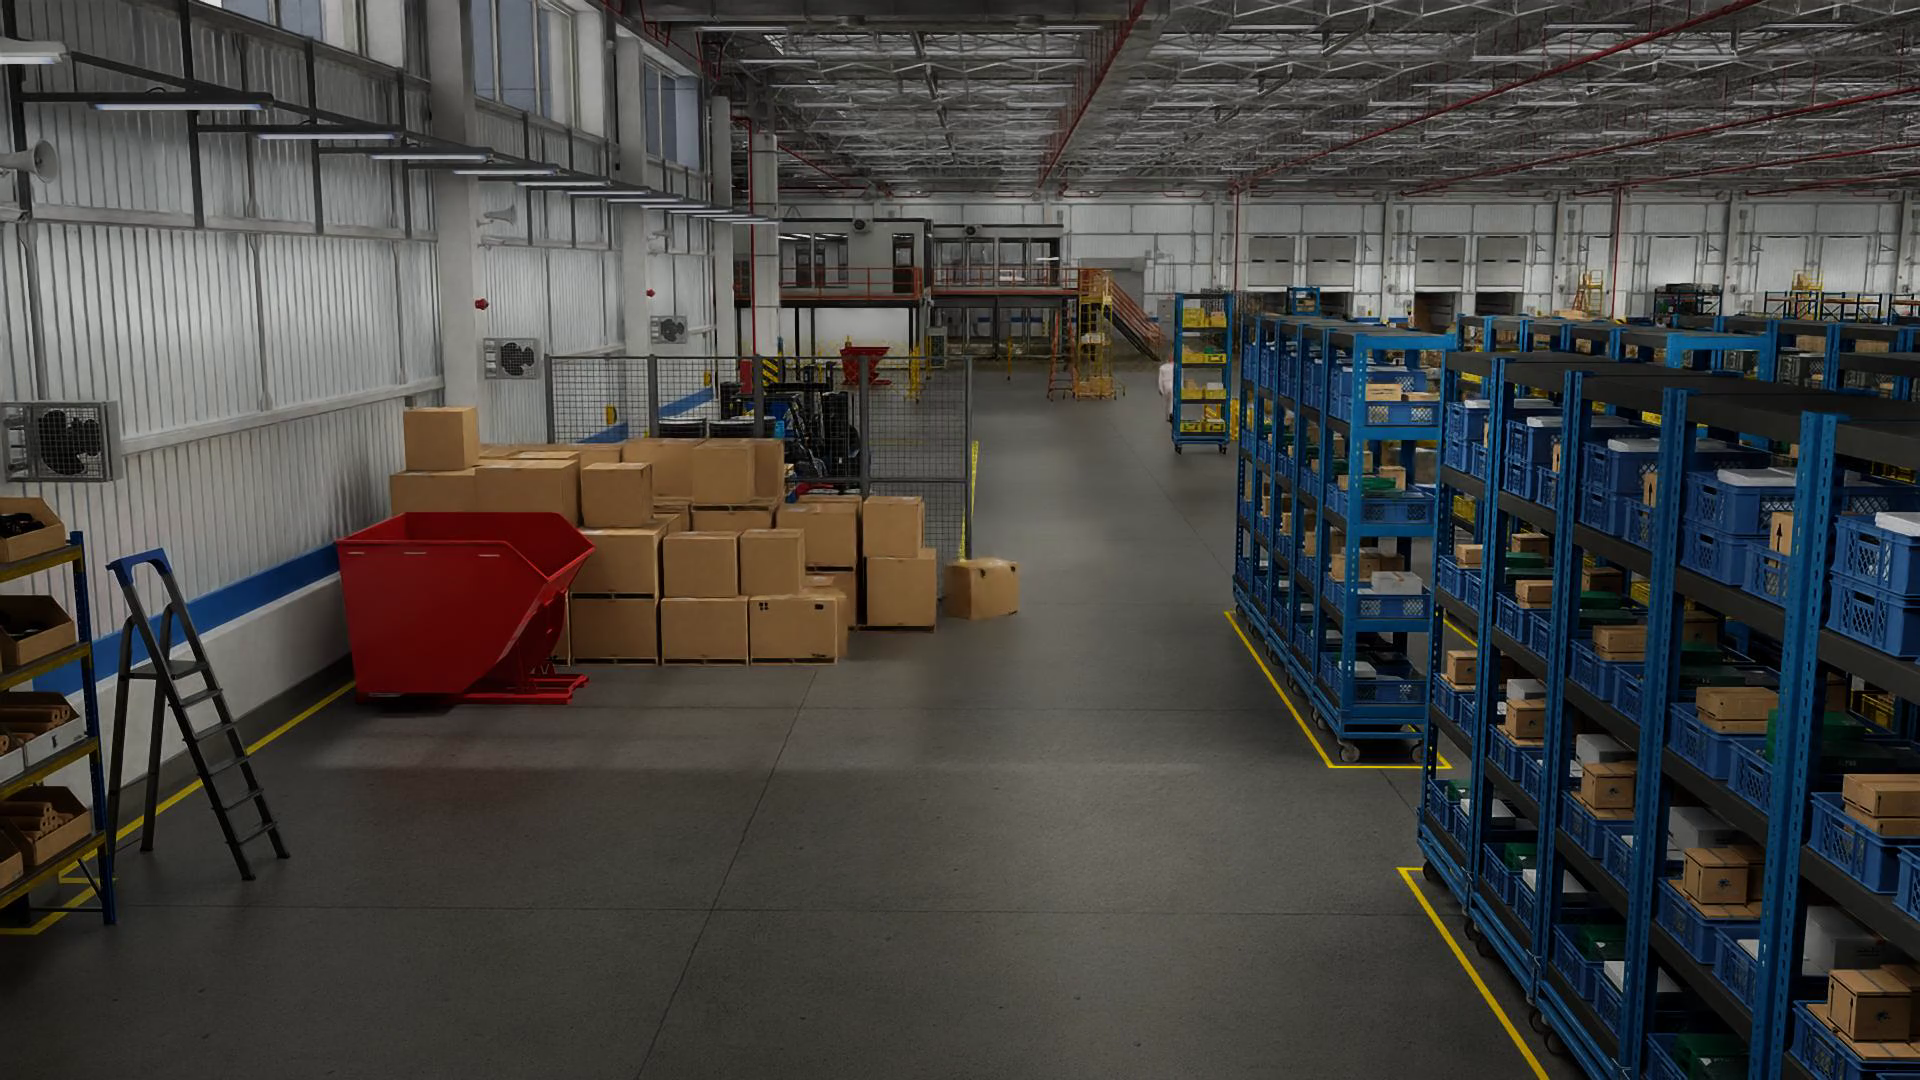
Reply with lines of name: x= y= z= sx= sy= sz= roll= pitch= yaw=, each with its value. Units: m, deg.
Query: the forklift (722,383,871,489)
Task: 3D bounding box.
forklift: x=-2.893 y=-1.687 z=28.729 sx=2.680 sy=1.987 sz=1.157 roll=0 pitch=9 yaw=-1

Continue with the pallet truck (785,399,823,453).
pallet truck: x=-3.814 y=-2.432 z=36.419 sx=1.630 sy=1.274 sz=0.653 roll=0 pitch=9 yaw=1

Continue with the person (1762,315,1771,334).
person: x=40.704 y=-10.464 z=84.153 sx=0.581 sy=1.894 sz=0.813 roll=-7 pitch=12 yaw=-37

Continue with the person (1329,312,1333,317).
person: x=20.815 y=-11.873 z=93.122 sx=0.915 sy=1.799 sz=0.652 roll=6 pitch=11 yaw=34

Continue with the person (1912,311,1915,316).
person: x=52.370 y=-11.694 z=91.689 sx=0.893 sy=1.910 sz=0.551 roll=-4 pitch=10 yaw=-22

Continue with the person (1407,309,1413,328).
person: x=25.591 y=-12.173 z=94.622 sx=0.398 sy=1.918 sz=0.587 roll=5 pitch=10 yaw=28

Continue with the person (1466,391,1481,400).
person: x=12.007 y=-3.169 z=38.797 sx=0.914 sy=2.007 sz=0.619 roll=-2 pitch=10 yaw=-15

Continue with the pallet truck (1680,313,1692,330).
pallet truck: x=36.315 y=-10.531 z=84.244 sx=0.823 sy=1.965 sz=1.885 roll=-6 pitch=11 yaw=-33

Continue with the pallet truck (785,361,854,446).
pallet truck: x=-3.410 y=-3.193 z=38.978 sx=1.885 sy=1.965 sz=0.823 roll=0 pitch=9 yaw=-1

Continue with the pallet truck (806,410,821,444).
pallet truck: x=-3.559 y=-2.018 z=33.905 sx=1.522 sy=1.261 sz=0.704 roll=0 pitch=9 yaw=-1

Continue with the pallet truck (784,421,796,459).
pallet truck: x=-4.013 y=-1.793 z=32.705 sx=1.601 sy=1.201 sz=0.680 roll=0 pitch=9 yaw=1

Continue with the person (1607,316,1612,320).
person: x=31.201 y=-9.797 z=79.979 sx=0.577 sy=1.920 sz=0.639 roll=1 pitch=9 yaw=8

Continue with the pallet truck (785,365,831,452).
pallet truck: x=-3.774 y=-2.976 z=37.635 sx=1.885 sy=1.965 sz=0.823 roll=1 pitch=9 yaw=5

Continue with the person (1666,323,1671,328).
person: x=30.121 y=-8.291 z=70.748 sx=0.603 sy=1.894 sz=0.728 roll=-2 pitch=9 yaw=-10

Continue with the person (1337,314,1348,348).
person: x=20.188 y=-10.987 z=87.657 sx=0.949 sy=1.793 sz=0.648 roll=1 pitch=9 yaw=7

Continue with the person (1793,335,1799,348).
person: x=31.240 y=-6.862 z=62.355 sx=0.376 sy=1.755 sz=0.524 roll=1 pitch=9 yaw=5

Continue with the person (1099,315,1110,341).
person: x=7.910 y=-11.726 z=91.839 sx=0.643 sy=1.918 sz=0.756 roll=9 pitch=13 yaw=43

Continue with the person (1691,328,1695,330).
person: x=27.962 y=-7.149 z=63.593 sx=0.735 sy=1.943 sz=0.634 roll=5 pitch=10 yaw=28

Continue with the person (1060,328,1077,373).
person: x=4.379 y=-7.600 z=66.767 sx=0.849 sy=1.814 sz=0.510 roll=-6 pitch=11 yaw=-32

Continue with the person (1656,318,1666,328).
person: x=33.730 y=-9.773 z=80.018 sx=0.532 sy=1.851 sz=0.383 roll=7 pitch=11 yaw=35

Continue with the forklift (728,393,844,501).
forklift: x=-2.979 y=-1.316 z=26.476 sx=2.680 sy=1.987 sz=1.157 roll=0 pitch=9 yaw=1

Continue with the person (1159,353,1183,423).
person: x=5.711 y=-4.126 z=45.111 sx=0.646 sy=1.881 sz=0.868 roll=2 pitch=9 yaw=12
